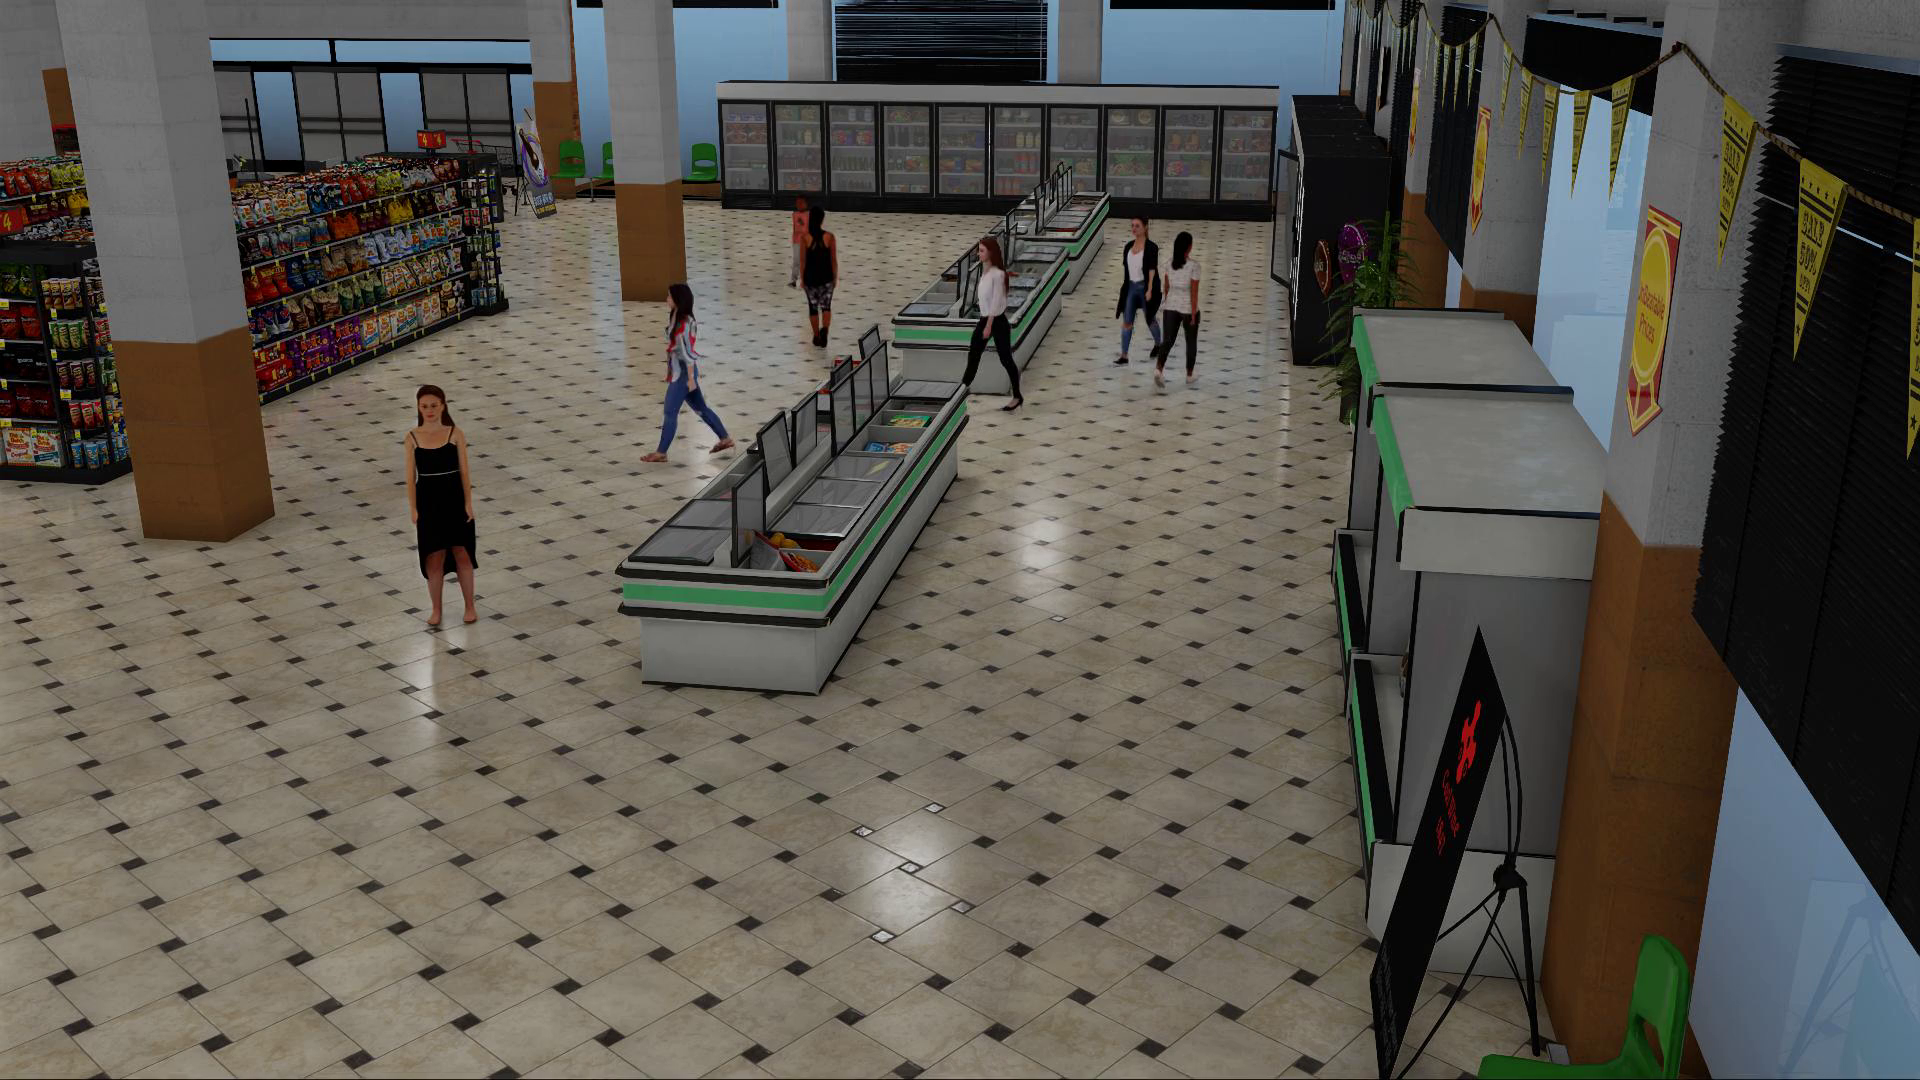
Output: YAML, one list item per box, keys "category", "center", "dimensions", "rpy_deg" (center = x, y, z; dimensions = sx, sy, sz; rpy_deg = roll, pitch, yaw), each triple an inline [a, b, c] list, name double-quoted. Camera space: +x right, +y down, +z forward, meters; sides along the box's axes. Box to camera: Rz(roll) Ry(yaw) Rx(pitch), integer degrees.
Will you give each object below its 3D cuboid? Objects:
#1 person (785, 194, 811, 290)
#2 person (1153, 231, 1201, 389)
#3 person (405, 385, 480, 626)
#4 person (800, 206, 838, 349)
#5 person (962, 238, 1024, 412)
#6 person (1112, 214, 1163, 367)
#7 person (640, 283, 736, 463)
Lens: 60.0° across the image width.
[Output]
- category: "person"
  center: [-2.138, -4.141, 23.114]
  dimensions: [0.606, 1.284, 0.864]
  rpy_deg: [8, 20, 22]
- category: "person"
  center: [2.254, -2.360, 17.317]
  dimensions: [0.810, 1.613, 1.122]
  rpy_deg: [10, 21, 28]
- category: "person"
  center: [-3.416, -0.236, 11.002]
  dimensions: [0.652, 1.623, 0.684]
  rpy_deg: [-5, 19, -15]
- category: "person"
  center: [-1.623, -2.995, 19.153]
  dimensions: [0.777, 1.644, 1.077]
  rpy_deg: [-2, 19, -6]
- category: "person"
  center: [0.408, -2.052, 16.250]
  dimensions: [1.075, 1.711, 1.137]
  rpy_deg: [-8, 20, -23]
- category: "person"
  center: [2.061, -2.750, 18.421]
  dimensions: [0.956, 1.646, 1.206]
  rpy_deg: [13, 23, 35]
- category: "person"
  center: [-2.351, -1.454, 14.693]
  dimensions: [1.022, 1.573, 1.121]
  rpy_deg: [-6, 20, -18]
